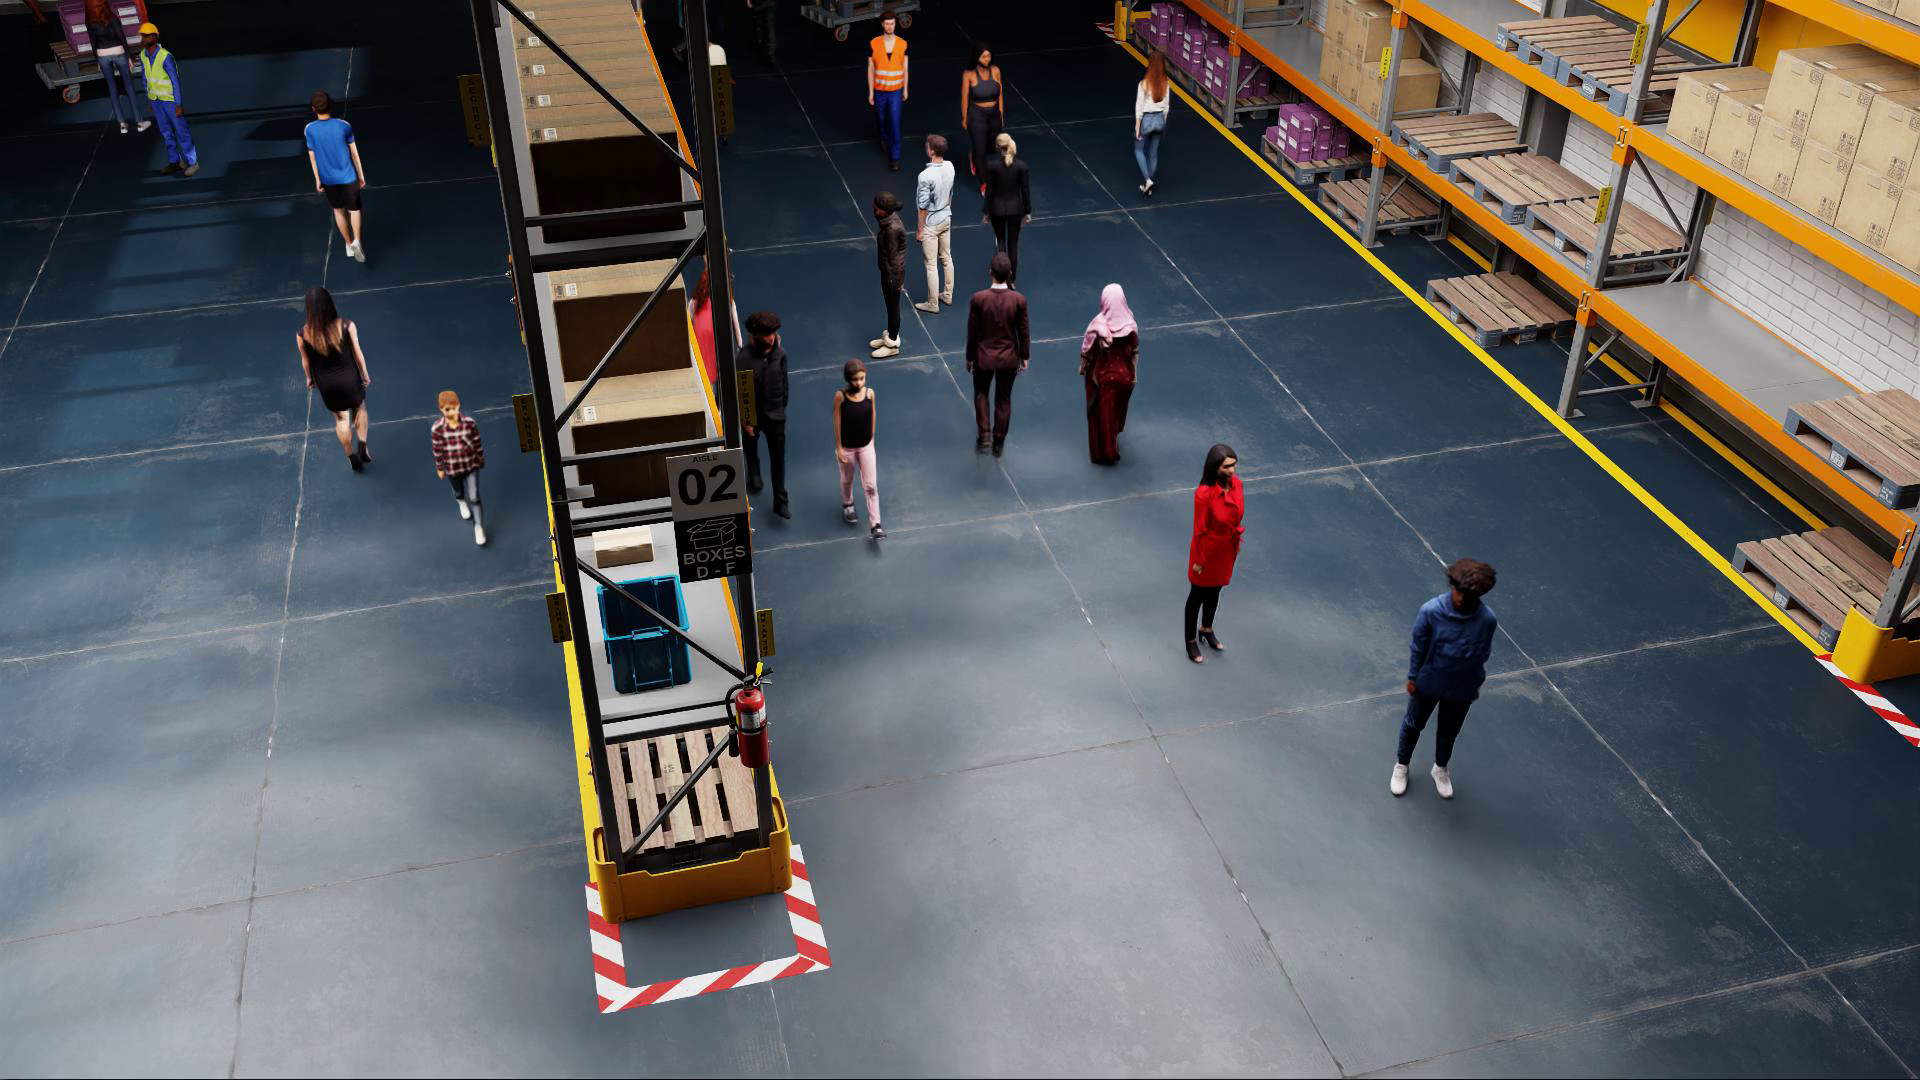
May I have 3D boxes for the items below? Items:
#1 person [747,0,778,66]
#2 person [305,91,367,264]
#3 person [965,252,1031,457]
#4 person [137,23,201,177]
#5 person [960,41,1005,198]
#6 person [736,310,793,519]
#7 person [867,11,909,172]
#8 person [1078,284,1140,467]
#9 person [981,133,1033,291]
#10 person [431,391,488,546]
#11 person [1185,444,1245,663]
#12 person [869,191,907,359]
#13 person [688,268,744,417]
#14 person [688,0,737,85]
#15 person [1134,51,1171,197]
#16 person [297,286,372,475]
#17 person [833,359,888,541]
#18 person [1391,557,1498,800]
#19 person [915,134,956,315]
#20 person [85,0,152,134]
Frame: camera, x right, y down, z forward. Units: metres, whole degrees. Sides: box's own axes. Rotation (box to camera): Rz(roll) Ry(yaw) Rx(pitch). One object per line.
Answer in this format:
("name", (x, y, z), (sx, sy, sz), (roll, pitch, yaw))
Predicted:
("person", (-2.754, -7.604, 23.487), (0.765, 1.779, 1.148), (-15, 37, -22))
("person", (-6.643, -3.844, 17.767), (0.667, 1.848, 1.039), (-10, 35, -15))
("person", (0.313, -1.544, 14.304), (0.777, 1.853, 0.714), (1, 34, 1))
("person", (-9.544, -5.298, 19.988), (0.757, 1.812, 0.772), (10, 35, 15))
("person", (0.246, -4.971, 19.508), (0.770, 1.799, 1.069), (-13, 36, -18))
("person", (-1.672, -1.106, 13.757), (0.665, 1.728, 1.141), (-11, 35, -16))
("person", (-0.897, -5.531, 20.300), (0.851, 1.855, 1.266), (0, 34, -1))
("person", (1.311, -1.386, 14.266), (0.662, 1.632, 0.843), (-9, 35, -14))
("person", (0.463, -3.308, 17.110), (0.751, 1.685, 0.699), (4, 34, 6))
("person", (-4.051, -0.650, 13.467), (0.563, 1.290, 0.887), (-10, 35, -15))
("person", (1.816, 0.083, 11.951), (0.714, 1.747, 0.740), (-24, 40, -31))
("person", (-0.648, -2.572, 16.025), (0.631, 1.660, 0.556), (10, 35, 14))
("person", (-2.125, -1.569, 14.421), (0.628, 1.764, 1.152), (-6, 34, -10))
("person", (-3.506, -7.197, 22.869), (1.046, 1.786, 1.268), (-26, 42, -34))
("person", (2.249, -4.797, 19.319), (0.586, 1.718, 0.771), (-7, 34, -11))
("person", (-5.239, -1.293, 14.064), (0.685, 1.700, 0.628), (-11, 35, -16))
("person", (-0.875, -0.778, 13.450), (0.505, 1.522, 0.959), (-8, 35, -12))
("person", (3.124, 0.872, 10.714), (0.744, 1.803, 0.702), (4, 34, 6))
("person", (-0.244, -3.204, 16.805), (0.751, 1.848, 0.734), (25, 41, 33))
("person", (-10.801, -6.101, 21.218), (0.589, 1.789, 0.526), (-6, 34, -9))
